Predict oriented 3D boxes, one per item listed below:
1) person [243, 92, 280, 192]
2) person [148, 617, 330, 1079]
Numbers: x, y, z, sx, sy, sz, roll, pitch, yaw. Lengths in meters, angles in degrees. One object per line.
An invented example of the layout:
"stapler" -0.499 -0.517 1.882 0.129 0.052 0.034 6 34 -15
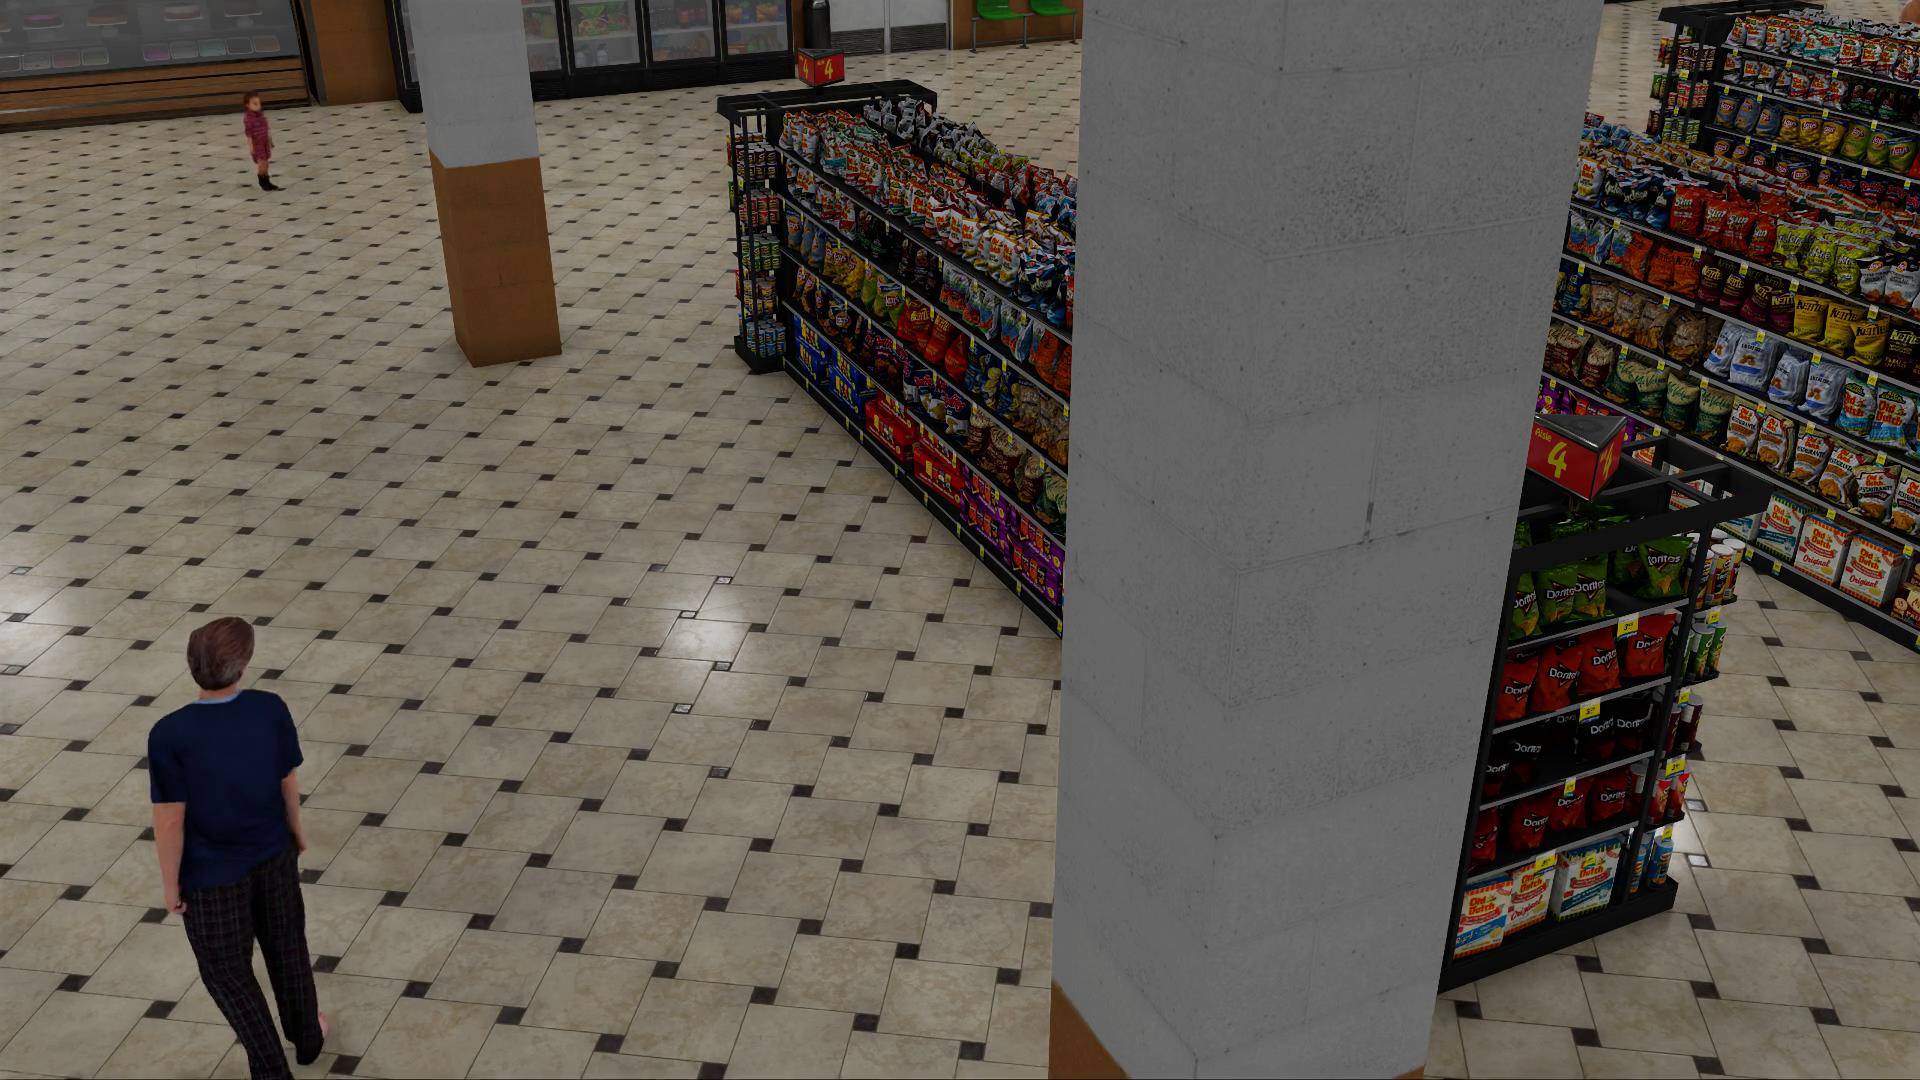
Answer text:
"person" -7.315 -4.151 17.300 0.550 1.018 0.491 10 29 20
"person" -2.555 1.172 5.896 0.806 1.838 0.854 15 31 28
